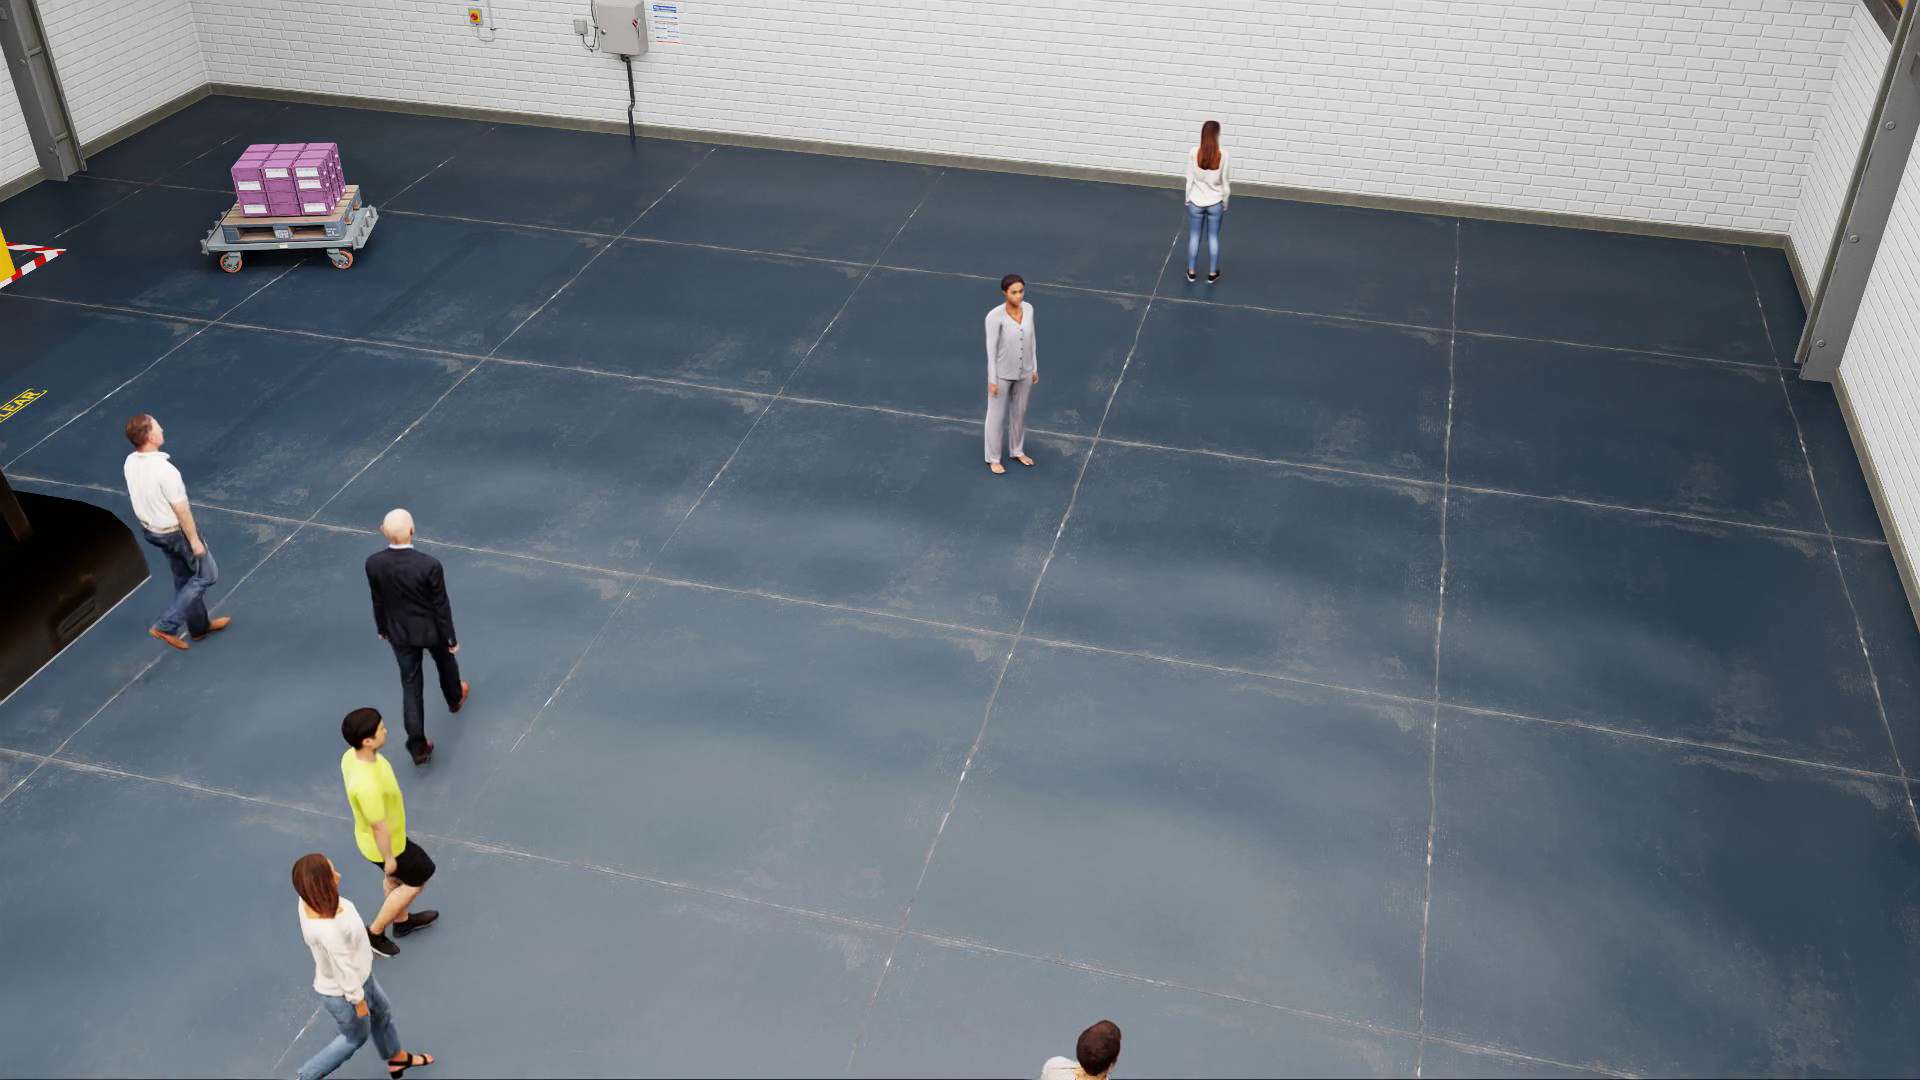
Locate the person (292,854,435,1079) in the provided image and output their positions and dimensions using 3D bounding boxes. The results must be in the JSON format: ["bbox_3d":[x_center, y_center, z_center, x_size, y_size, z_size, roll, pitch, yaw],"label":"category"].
[{"bbox_3d":[-3.194,2.261,8.417,1.070,1.656,1.031,-16,37,-23],"label":"person"}]

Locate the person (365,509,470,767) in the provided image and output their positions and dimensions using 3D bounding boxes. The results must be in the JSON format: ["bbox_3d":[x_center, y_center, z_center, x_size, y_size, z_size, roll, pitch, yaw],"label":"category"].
[{"bbox_3d":[-3.535,0.642,10.755,0.918,1.764,1.236,0,34,-1],"label":"person"}]

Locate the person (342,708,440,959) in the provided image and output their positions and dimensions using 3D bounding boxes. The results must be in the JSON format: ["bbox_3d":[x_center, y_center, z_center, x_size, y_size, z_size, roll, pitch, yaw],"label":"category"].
[{"bbox_3d":[-3.297,1.665,9.278,0.903,1.696,0.841,-20,38,-27],"label":"person"}]

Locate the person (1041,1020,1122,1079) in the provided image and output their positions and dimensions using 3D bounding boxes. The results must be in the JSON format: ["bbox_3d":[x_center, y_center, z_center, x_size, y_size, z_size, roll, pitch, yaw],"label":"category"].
[{"bbox_3d":[0.483,2.851,7.352,0.779,1.851,0.780,25,41,33],"label":"person"}]

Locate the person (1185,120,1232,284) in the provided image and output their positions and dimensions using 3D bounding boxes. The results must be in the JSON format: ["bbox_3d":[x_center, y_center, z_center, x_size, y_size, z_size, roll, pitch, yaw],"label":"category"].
[{"bbox_3d":[2.524,-3.452,16.978,0.611,1.693,0.544,9,35,14],"label":"person"}]

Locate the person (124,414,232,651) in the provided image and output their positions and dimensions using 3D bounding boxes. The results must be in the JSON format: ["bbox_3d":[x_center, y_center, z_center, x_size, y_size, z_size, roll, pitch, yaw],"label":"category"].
[{"bbox_3d":[-5.610,0.002,11.650,0.843,1.840,0.959,22,39,29],"label":"person"}]

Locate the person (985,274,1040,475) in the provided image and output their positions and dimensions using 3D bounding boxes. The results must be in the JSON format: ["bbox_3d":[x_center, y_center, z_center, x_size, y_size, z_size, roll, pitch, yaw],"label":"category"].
[{"bbox_3d":[0.413,-1.413,13.872,0.703,1.736,0.770,-19,38,-26],"label":"person"}]
